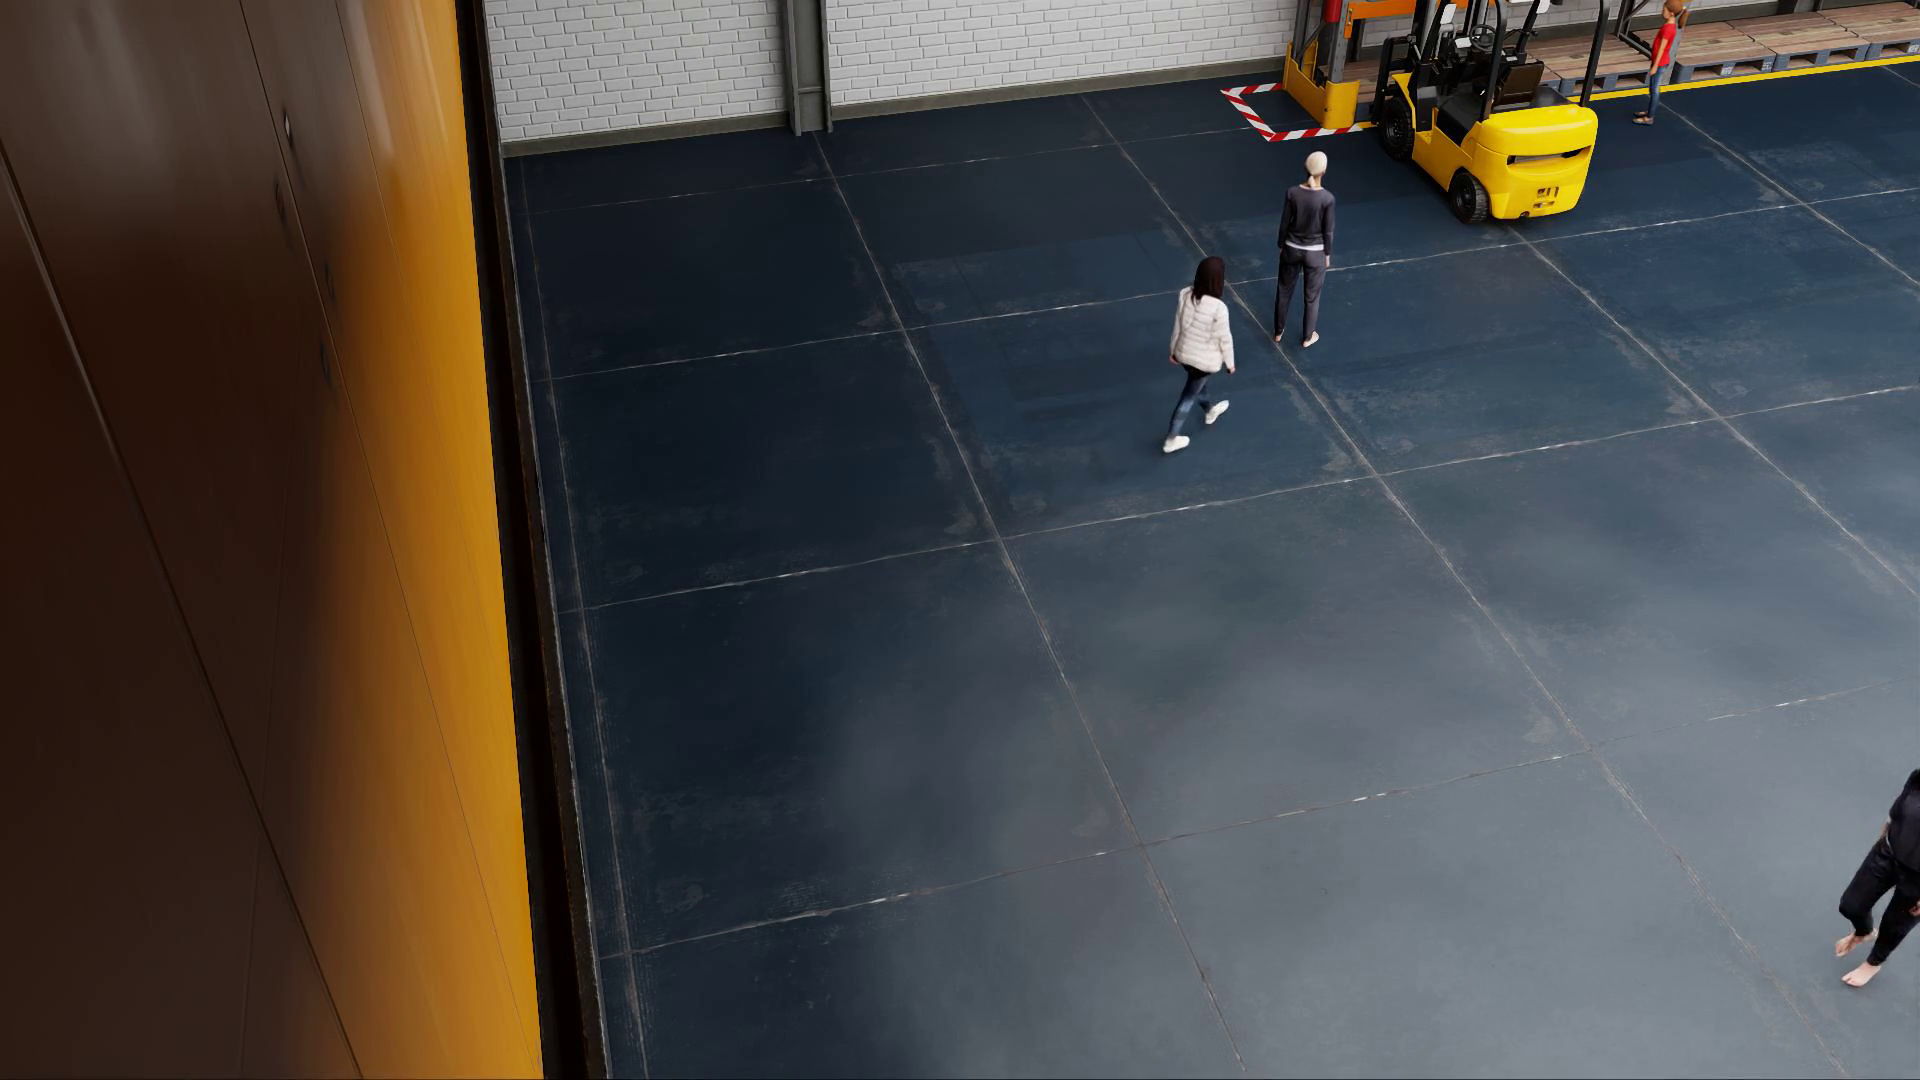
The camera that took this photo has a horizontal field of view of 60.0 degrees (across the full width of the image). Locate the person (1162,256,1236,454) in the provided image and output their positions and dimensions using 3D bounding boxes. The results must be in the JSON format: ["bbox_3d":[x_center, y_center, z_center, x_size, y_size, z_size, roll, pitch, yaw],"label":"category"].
[{"bbox_3d":[1.731,-1.347,12.472,1.093,1.602,0.898,-28,46,-30],"label":"person"}]

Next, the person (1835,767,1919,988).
[{"bbox_3d":[4.975,1.658,8.592,0.680,1.750,0.665,-19,42,-22],"label":"person"}]

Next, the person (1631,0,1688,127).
[{"bbox_3d":[7.258,-4.949,17.219,0.598,1.307,0.549,13,41,16],"label":"person"}]

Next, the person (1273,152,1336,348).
[{"bbox_3d":[2.838,-2.395,13.685,0.654,1.727,0.741,15,41,18],"label":"person"}]
